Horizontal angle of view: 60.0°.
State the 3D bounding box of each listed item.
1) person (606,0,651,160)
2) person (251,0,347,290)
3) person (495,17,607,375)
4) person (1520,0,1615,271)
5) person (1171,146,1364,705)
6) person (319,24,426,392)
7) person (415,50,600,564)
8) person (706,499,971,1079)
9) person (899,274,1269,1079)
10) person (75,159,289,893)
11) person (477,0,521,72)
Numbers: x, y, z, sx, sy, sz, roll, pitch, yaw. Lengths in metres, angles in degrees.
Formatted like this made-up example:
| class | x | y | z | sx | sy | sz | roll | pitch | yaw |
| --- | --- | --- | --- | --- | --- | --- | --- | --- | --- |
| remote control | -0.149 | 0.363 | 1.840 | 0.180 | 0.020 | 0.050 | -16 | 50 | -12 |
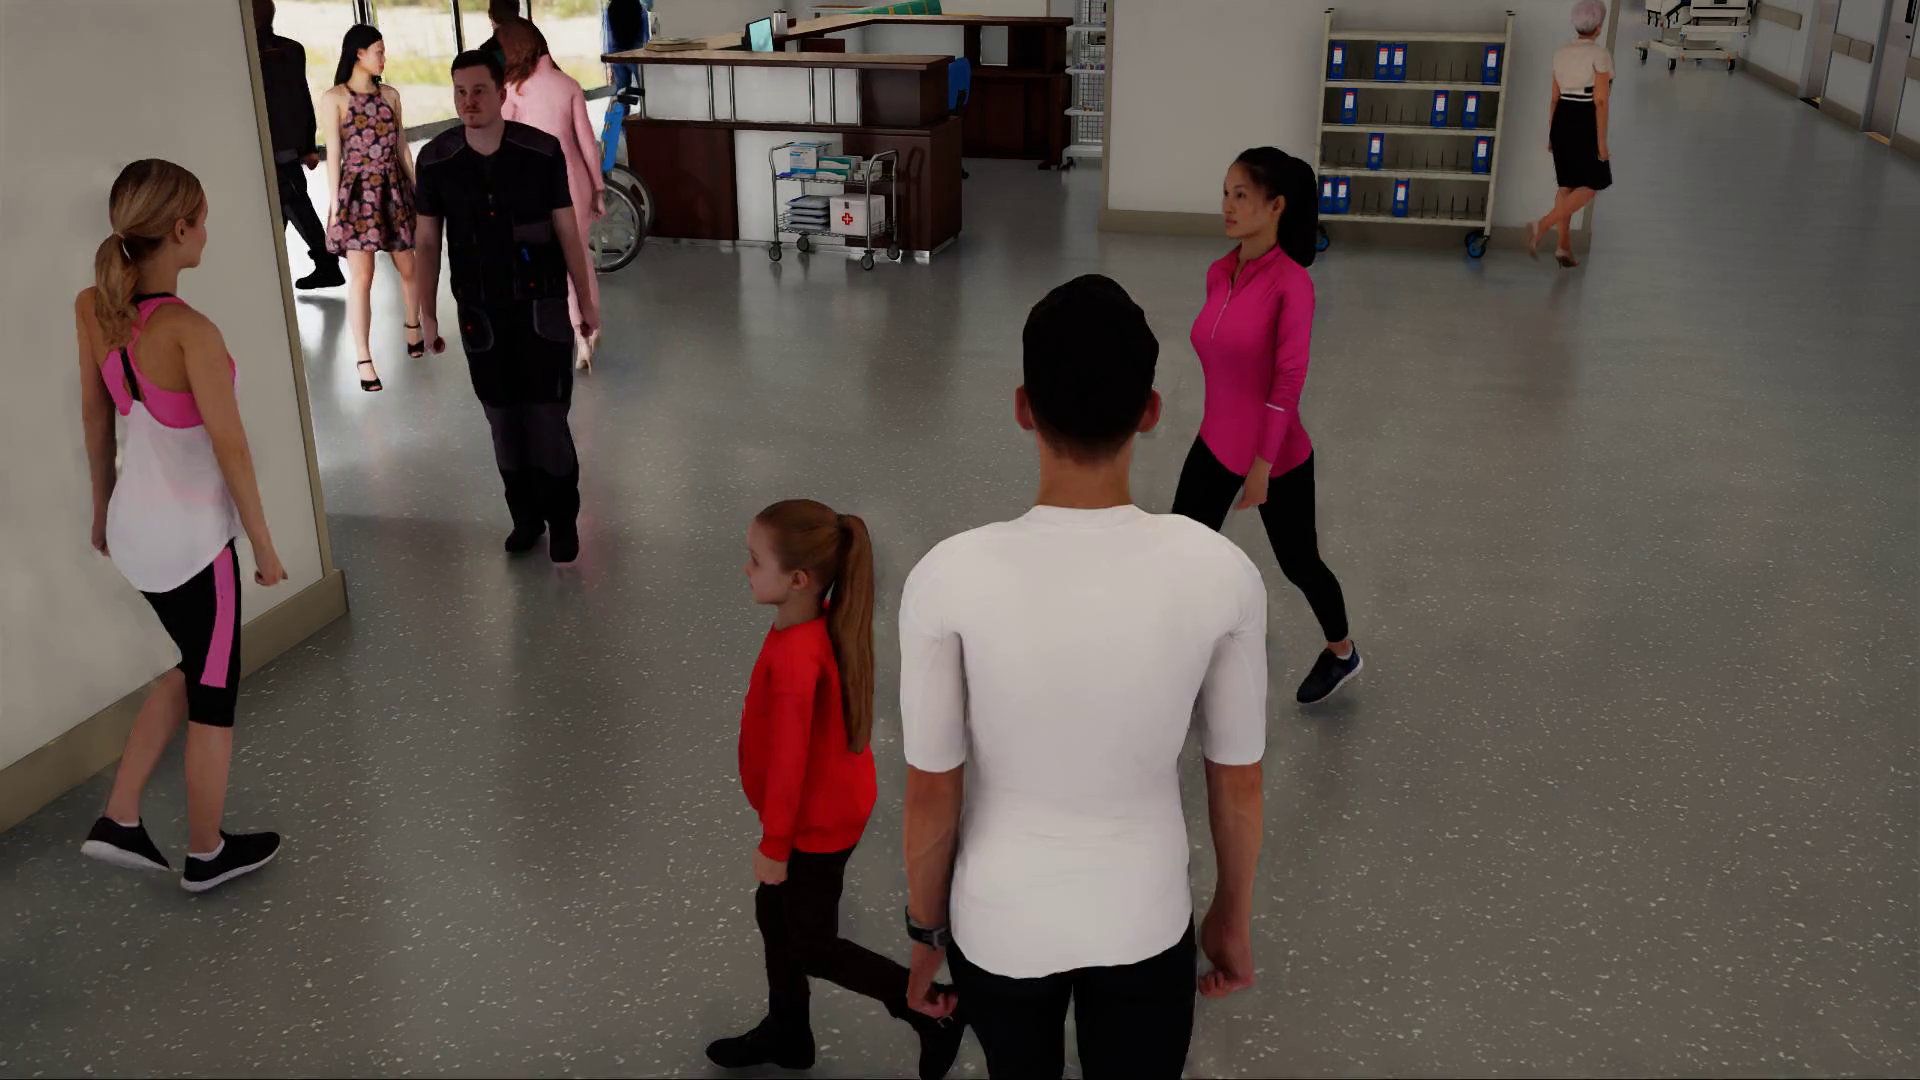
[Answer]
| class | x | y | z | sx | sy | sz | roll | pitch | yaw |
| --- | --- | --- | --- | --- | --- | --- | --- | --- | --- |
| person | -3.190 | -4.512 | 15.948 | 0.704 | 1.696 | 0.741 | 1 | 21 | 2 |
| person | -4.149 | -2.437 | 10.334 | 1.133 | 1.792 | 0.707 | 6 | 21 | 14 |
| person | -2.044 | -1.696 | 8.419 | 0.869 | 1.763 | 0.925 | -8 | 22 | -20 |
| person | 3.962 | -2.602 | 10.844 | 0.983 | 1.739 | 0.902 | -9 | 23 | -23 |
| person | 0.901 | -0.227 | 4.688 | 1.104 | 1.659 | 1.120 | -14 | 25 | -33 |
| person | -2.908 | -1.670 | 8.373 | 0.948 | 1.746 | 1.018 | -13 | 24 | -31 |
| person | -1.621 | -0.846 | 6.081 | 0.746 | 1.829 | 0.901 | -1 | 21 | -1 |
| person | -0.235 | 0.537 | 3.220 | 0.845 | 1.268 | 0.638 | 0 | 21 | 0 |
| person | 0.168 | 0.574 | 2.332 | 1.111 | 1.828 | 0.935 | -1 | 21 | -2 |
| person | -1.847 | 0.062 | 3.773 | 0.749 | 1.766 | 0.793 | 10 | 23 | 24 |
| person | -2.705 | -2.426 | 10.316 | 1.193 | 1.785 | 0.849 | 10 | 23 | 24 |
